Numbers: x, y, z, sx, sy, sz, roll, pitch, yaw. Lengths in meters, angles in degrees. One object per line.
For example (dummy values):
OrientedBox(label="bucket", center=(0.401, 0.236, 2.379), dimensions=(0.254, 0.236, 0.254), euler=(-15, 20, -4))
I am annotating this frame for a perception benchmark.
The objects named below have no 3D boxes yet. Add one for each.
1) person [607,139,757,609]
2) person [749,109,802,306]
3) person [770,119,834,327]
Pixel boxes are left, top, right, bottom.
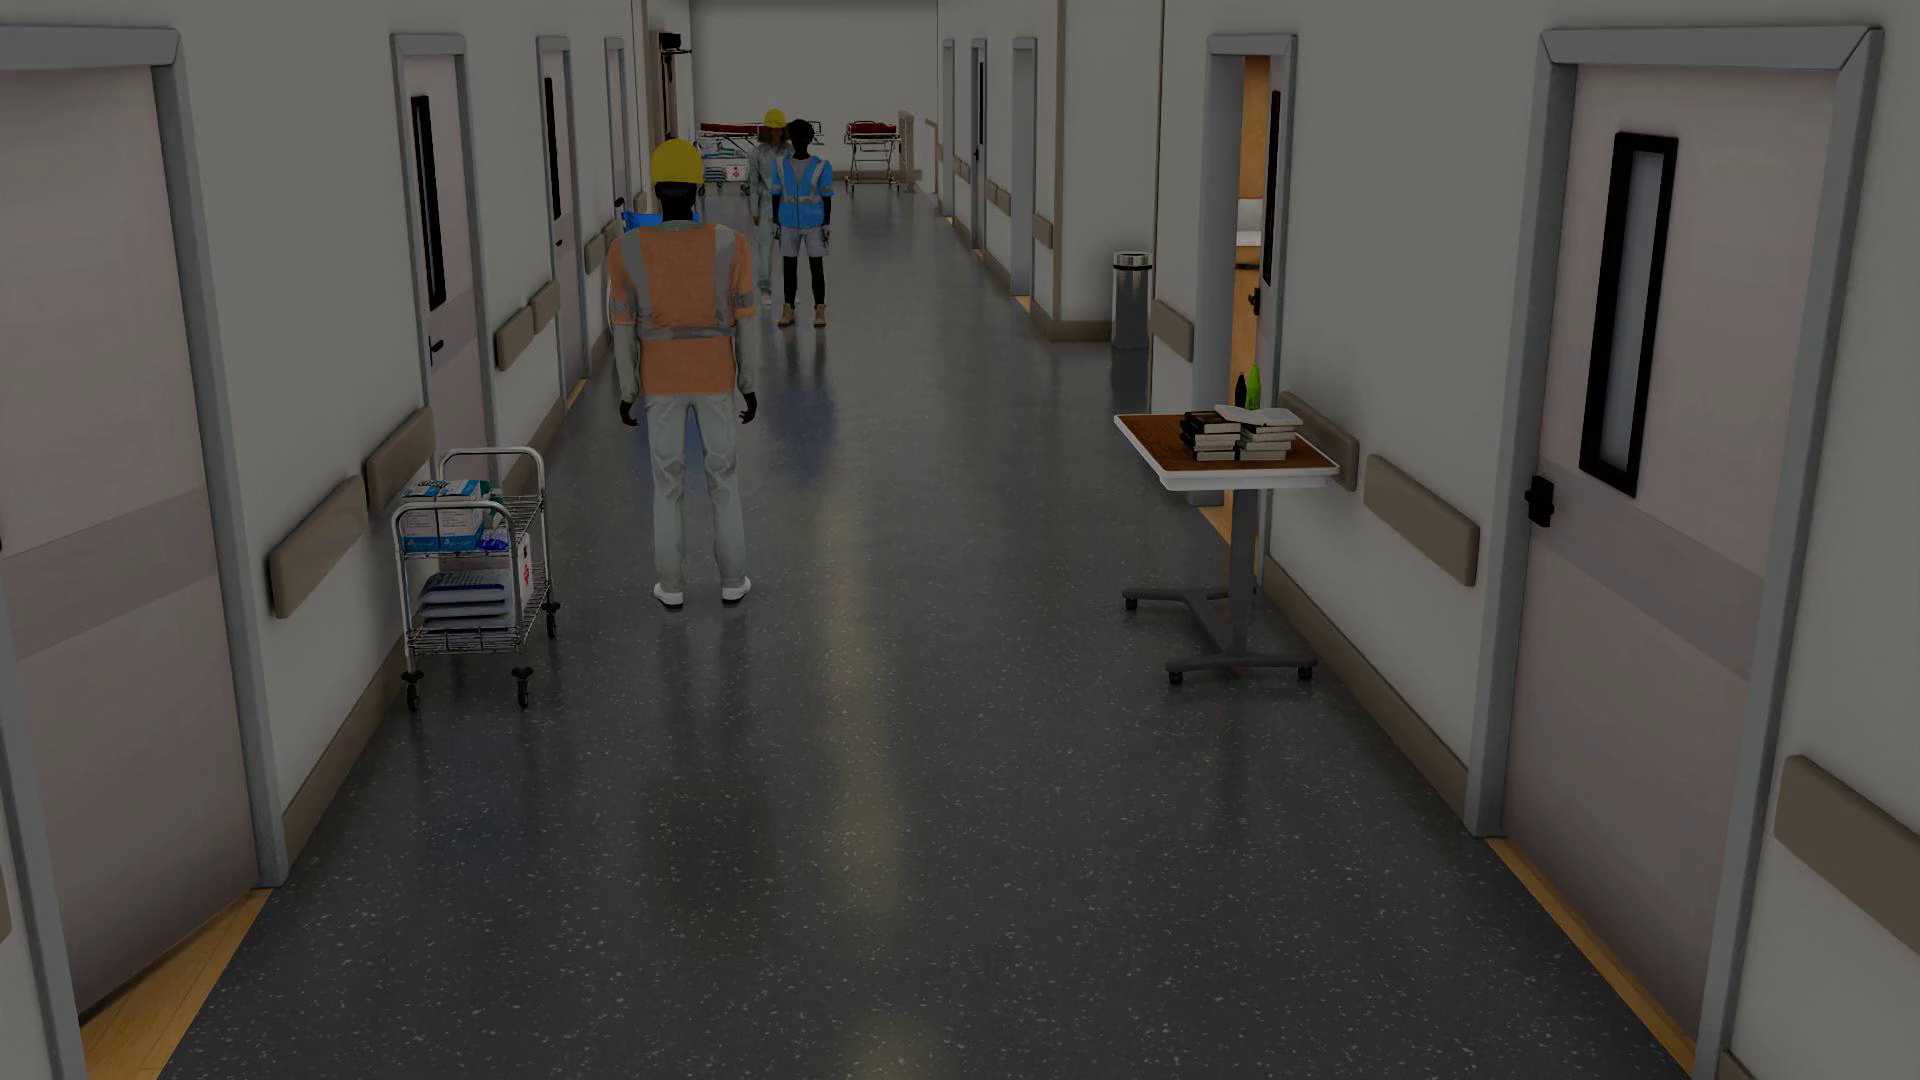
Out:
OrientedBox(label="person", center=(-1.127, -0.663, 6.857), dimensions=(0.585, 1.929, 0.371), euler=(-3, 17, -10))
OrientedBox(label="person", center=(-1.632, -2.961, 14.886), dimensions=(0.485, 1.731, 0.367), euler=(-7, 18, -23))
OrientedBox(label="person", center=(-1.307, -2.612, 13.765), dimensions=(0.535, 1.699, 0.318), euler=(2, 17, 6))
